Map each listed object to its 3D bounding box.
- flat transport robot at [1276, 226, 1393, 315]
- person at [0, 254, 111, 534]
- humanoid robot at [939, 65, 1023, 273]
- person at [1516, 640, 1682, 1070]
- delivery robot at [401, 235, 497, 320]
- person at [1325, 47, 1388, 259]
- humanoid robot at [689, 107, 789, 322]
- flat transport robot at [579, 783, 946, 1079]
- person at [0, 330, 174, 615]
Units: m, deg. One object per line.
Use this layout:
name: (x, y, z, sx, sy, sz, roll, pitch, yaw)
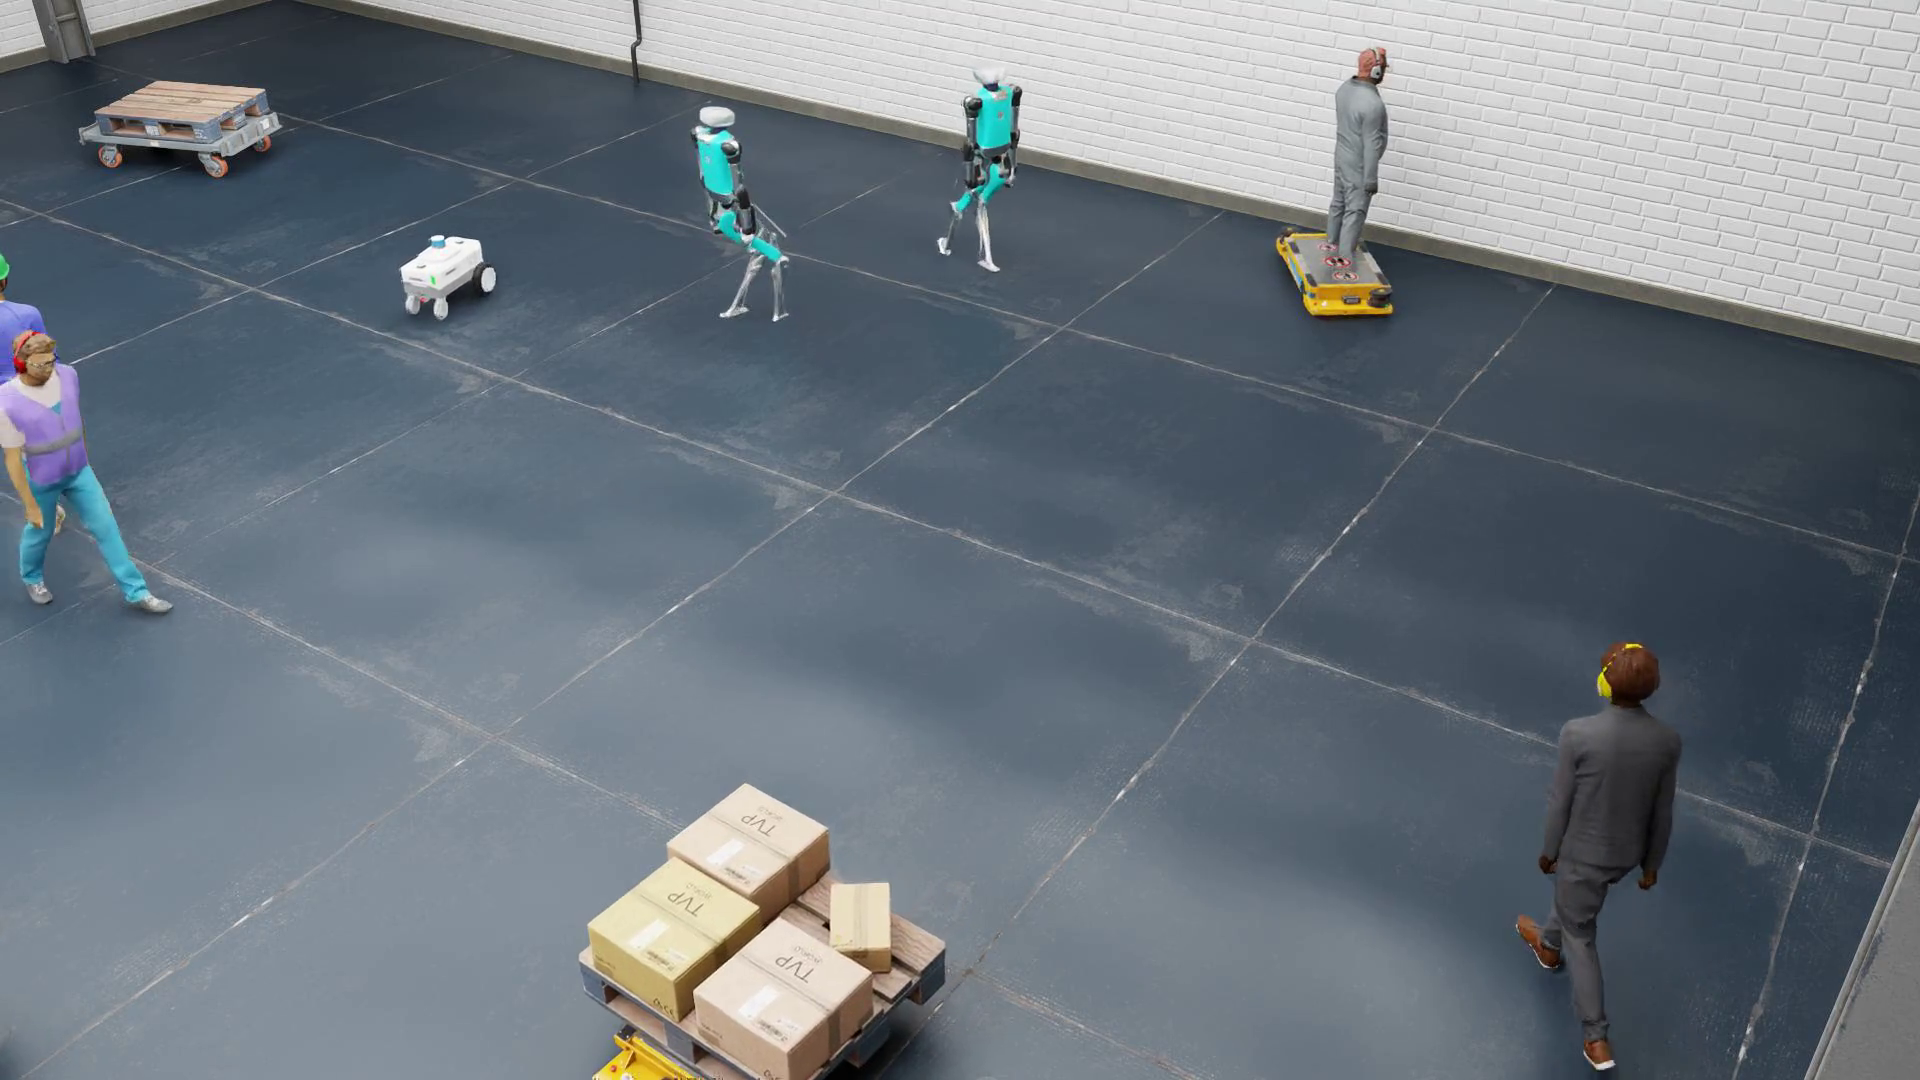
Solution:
flat transport robot: (3.076, -2.226, 13.720, 0.659, 0.231, 1.431, -1, 33, -2)
person: (-5.690, -0.893, 10.165, 0.459, 1.874, 0.351, -7, 33, -11)
humanoid robot: (0.096, -3.061, 13.737, 0.545, 1.858, 0.836, -21, 38, -30)
person: (2.658, 1.293, 6.819, 0.497, 1.818, 0.932, -4, 33, -6)
delivery robot: (-4.130, -2.153, 13.334, 0.499, 0.586, 0.773, 11, 34, 17)
person: (3.231, -3.035, 13.477, 0.403, 1.901, 0.645, -7, 33, -10)
humanoid robot: (-1.611, -2.504, 12.814, 0.794, 1.796, 0.530, -27, 41, -35)
flat transport robot: (-0.827, 1.997, 7.149, 0.659, 0.231, 1.431, 22, 39, 31)
person: (-5.151, -0.376, 9.429, 0.980, 1.790, 0.607, 12, 35, 18)
